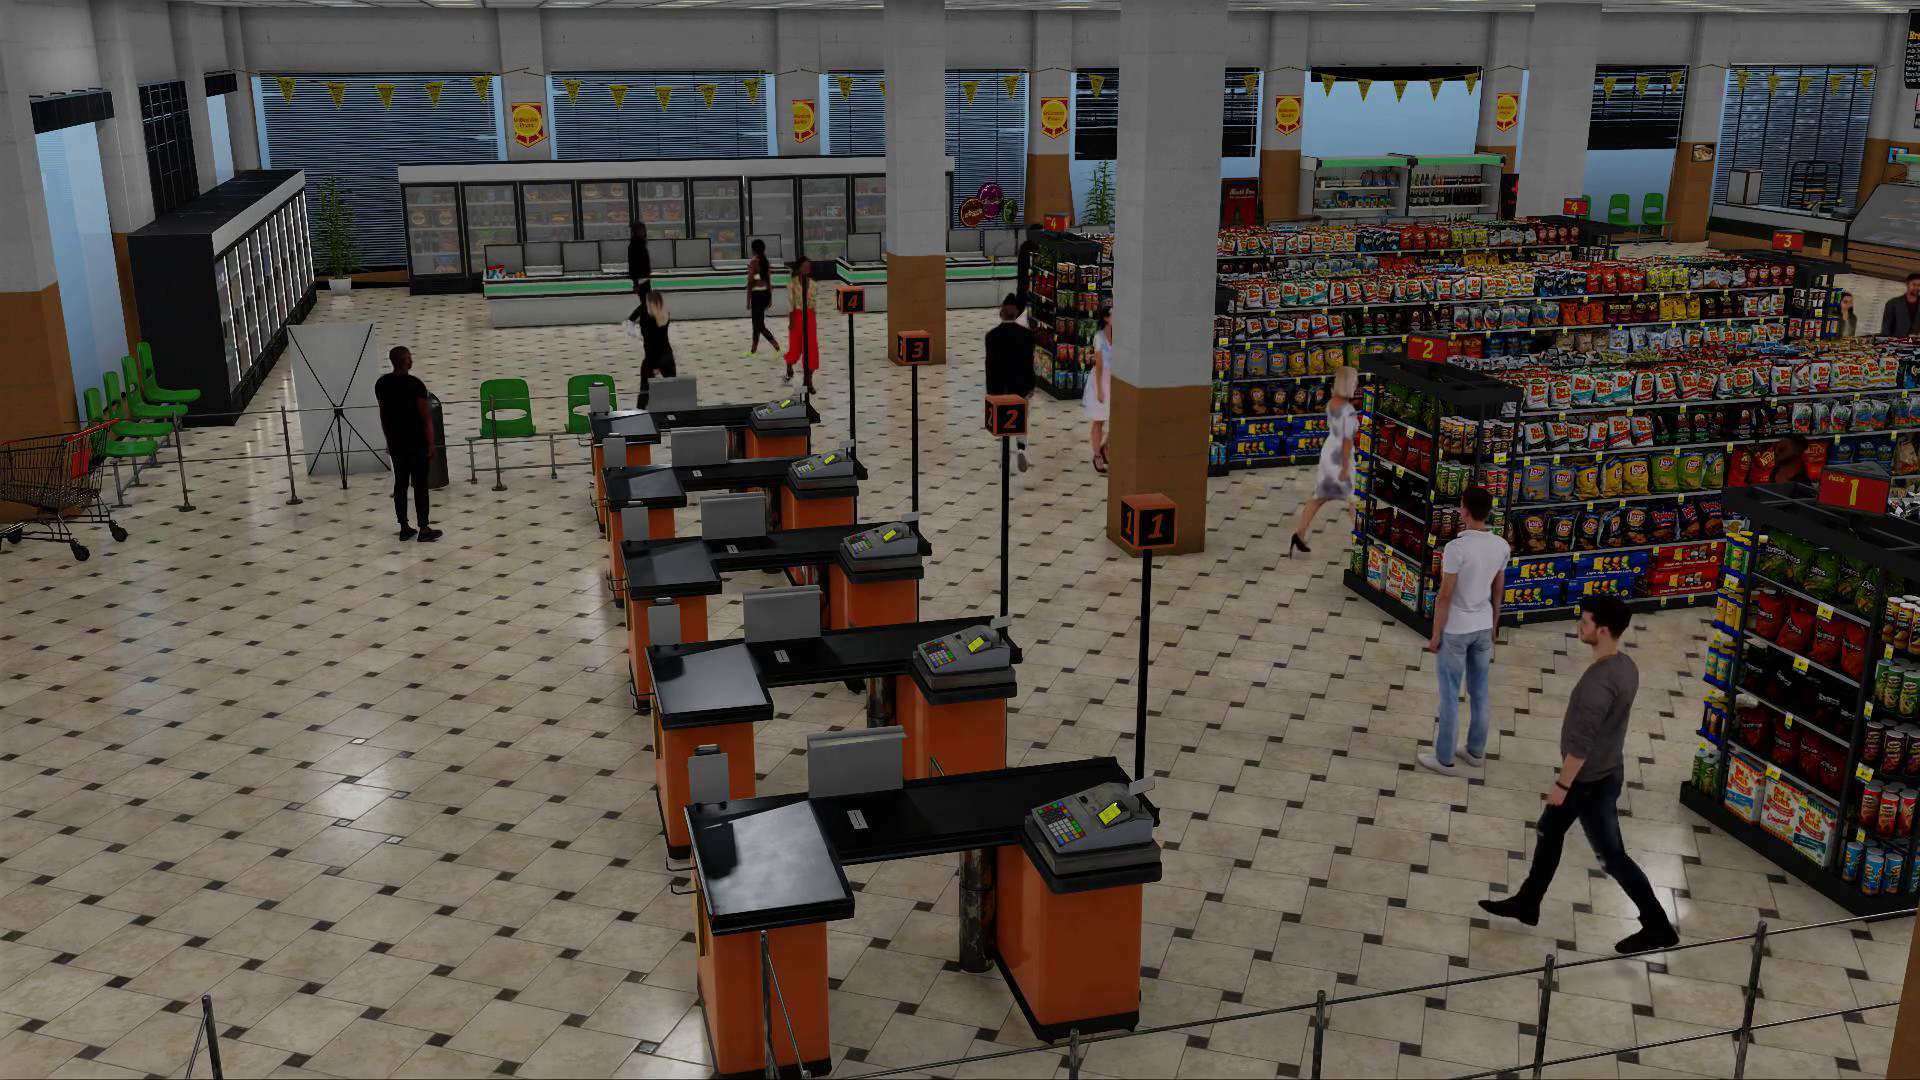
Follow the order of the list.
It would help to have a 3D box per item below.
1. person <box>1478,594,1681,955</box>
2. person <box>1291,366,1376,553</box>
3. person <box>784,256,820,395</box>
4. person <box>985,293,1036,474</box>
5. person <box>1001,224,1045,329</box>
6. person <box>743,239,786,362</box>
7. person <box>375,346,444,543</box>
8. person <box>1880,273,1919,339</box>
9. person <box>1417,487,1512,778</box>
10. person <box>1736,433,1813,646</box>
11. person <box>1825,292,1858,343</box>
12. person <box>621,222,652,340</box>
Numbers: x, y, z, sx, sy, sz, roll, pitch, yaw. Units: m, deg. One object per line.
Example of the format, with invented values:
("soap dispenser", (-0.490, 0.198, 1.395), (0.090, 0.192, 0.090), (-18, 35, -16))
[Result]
("person", (3.267, 1.221, 8.321), (1.295, 1.870, 1.157), (7, 18, 23))
("person", (3.292, -0.669, 14.828), (1.114, 1.706, 0.706), (-8, 19, -24))
("person", (-2.091, -2.805, 21.748), (1.003, 1.772, 0.797), (-9, 19, -28))
("person", (0.555, -1.616, 17.545), (0.961, 1.938, 0.862), (-2, 17, -6))
("person", (0.964, -3.852, 25.131), (1.065, 1.809, 0.924), (-11, 20, -32))
("person", (-2.805, -3.391, 23.760), (1.060, 1.724, 1.077), (12, 21, 35))
("person", (-5.105, -0.892, 15.365), (0.672, 1.819, 0.805), (4, 17, 14))
("person", (11.170, -2.238, 19.752), (1.176, 1.847, 1.092), (4, 17, 12))
("person", (3.201, 0.572, 10.490), (0.554, 1.851, 0.742), (-8, 19, -25))
("person", (6.079, 0.094, 12.173), (0.686, 1.788, 0.722), (-1, 17, -3))
("person", (10.960, -2.366, 20.873), (1.009, 1.439, 0.818), (-1, 17, -2))
("person", (-4.975, -3.971, 25.517), (0.924, 1.812, 0.845), (3, 17, 9))
